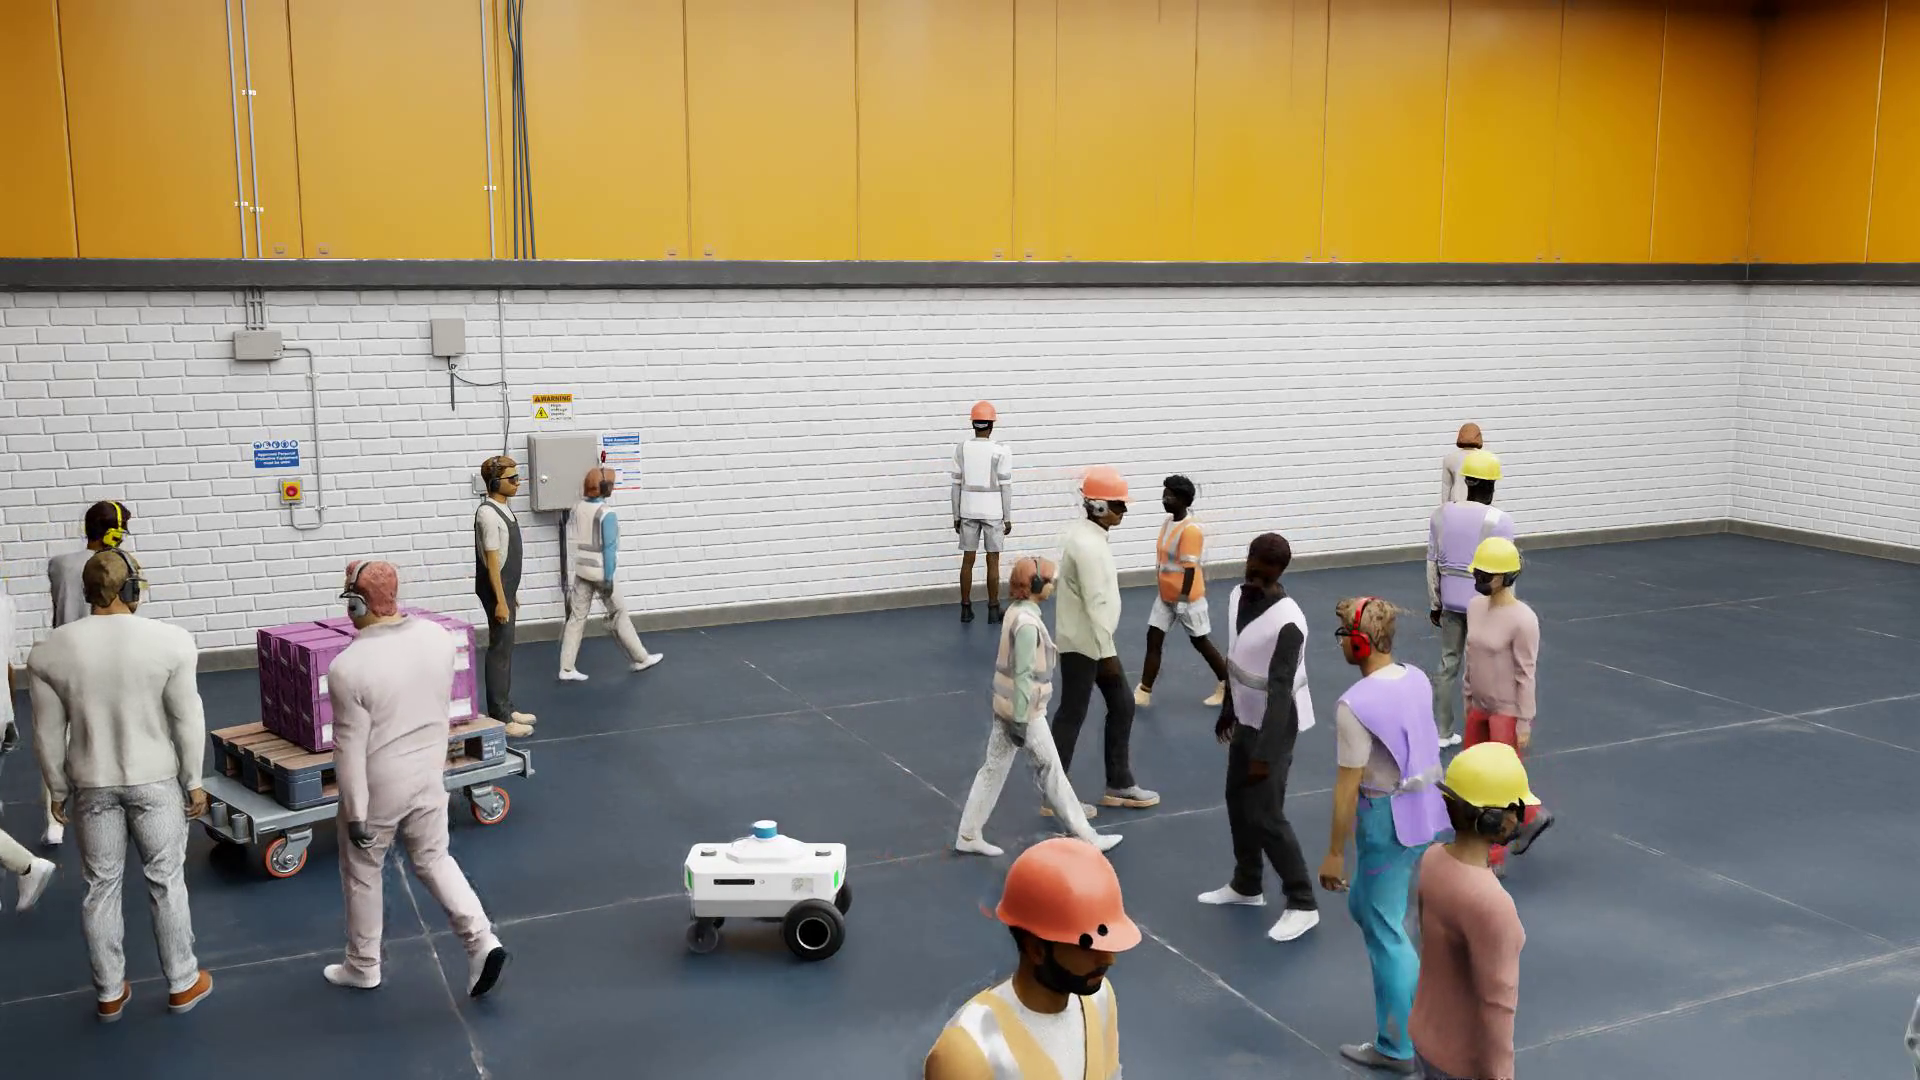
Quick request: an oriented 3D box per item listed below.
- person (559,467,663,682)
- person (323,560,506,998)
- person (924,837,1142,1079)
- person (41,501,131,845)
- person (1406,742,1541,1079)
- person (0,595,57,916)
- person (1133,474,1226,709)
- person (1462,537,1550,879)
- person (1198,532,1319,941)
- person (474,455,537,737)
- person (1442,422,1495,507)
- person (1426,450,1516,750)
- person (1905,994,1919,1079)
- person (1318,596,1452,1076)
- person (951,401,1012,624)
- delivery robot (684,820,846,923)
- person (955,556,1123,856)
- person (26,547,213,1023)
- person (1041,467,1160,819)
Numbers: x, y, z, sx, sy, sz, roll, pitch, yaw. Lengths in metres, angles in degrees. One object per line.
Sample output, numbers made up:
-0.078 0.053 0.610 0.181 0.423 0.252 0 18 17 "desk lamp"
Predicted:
-2.658 0.248 12.390 0.869 1.587 0.532 -9 13 -44 "person"
-2.311 1.002 6.880 0.836 1.875 0.647 6 11 31 "person"
0.164 1.533 3.587 1.037 1.874 0.553 7 11 36 "person"
-4.696 0.699 8.994 0.548 1.810 0.935 0 9 -1 "person"
1.366 1.418 4.639 0.550 1.750 0.541 0 9 -3 "person"
-4.553 0.872 7.755 0.596 1.849 0.544 1 9 8 "person"
1.550 0.367 11.489 0.857 1.657 0.541 -3 10 -16 "person"
2.727 0.834 8.281 0.564 1.746 0.525 -3 10 -18 "person"
1.411 0.871 7.682 0.396 1.885 0.664 -2 9 -11 "person"
-2.994 0.364 10.917 0.345 1.846 0.508 -1 9 -9 "person"
4.765 -0.289 15.617 0.528 1.627 0.287 7 12 38 "person"
3.220 0.397 10.455 0.369 1.925 0.594 -8 12 -40 "person"
3.259 1.342 5.217 0.506 1.722 0.431 0 9 2 "person"
1.612 1.122 6.303 0.461 1.820 0.569 7 11 36 "person"
0.196 -0.237 14.395 0.545 1.929 0.389 3 10 19 "person"
-0.875 1.511 7.502 0.707 0.478 0.477 0 9 0 "delivery robot"
0.379 0.871 8.554 0.873 1.582 0.526 -1 9 -7 "person"
-3.386 0.992 6.745 0.628 1.934 0.375 -2 9 -12 "person"
0.813 0.587 9.172 0.795 1.966 0.643 2 9 12 "person"
